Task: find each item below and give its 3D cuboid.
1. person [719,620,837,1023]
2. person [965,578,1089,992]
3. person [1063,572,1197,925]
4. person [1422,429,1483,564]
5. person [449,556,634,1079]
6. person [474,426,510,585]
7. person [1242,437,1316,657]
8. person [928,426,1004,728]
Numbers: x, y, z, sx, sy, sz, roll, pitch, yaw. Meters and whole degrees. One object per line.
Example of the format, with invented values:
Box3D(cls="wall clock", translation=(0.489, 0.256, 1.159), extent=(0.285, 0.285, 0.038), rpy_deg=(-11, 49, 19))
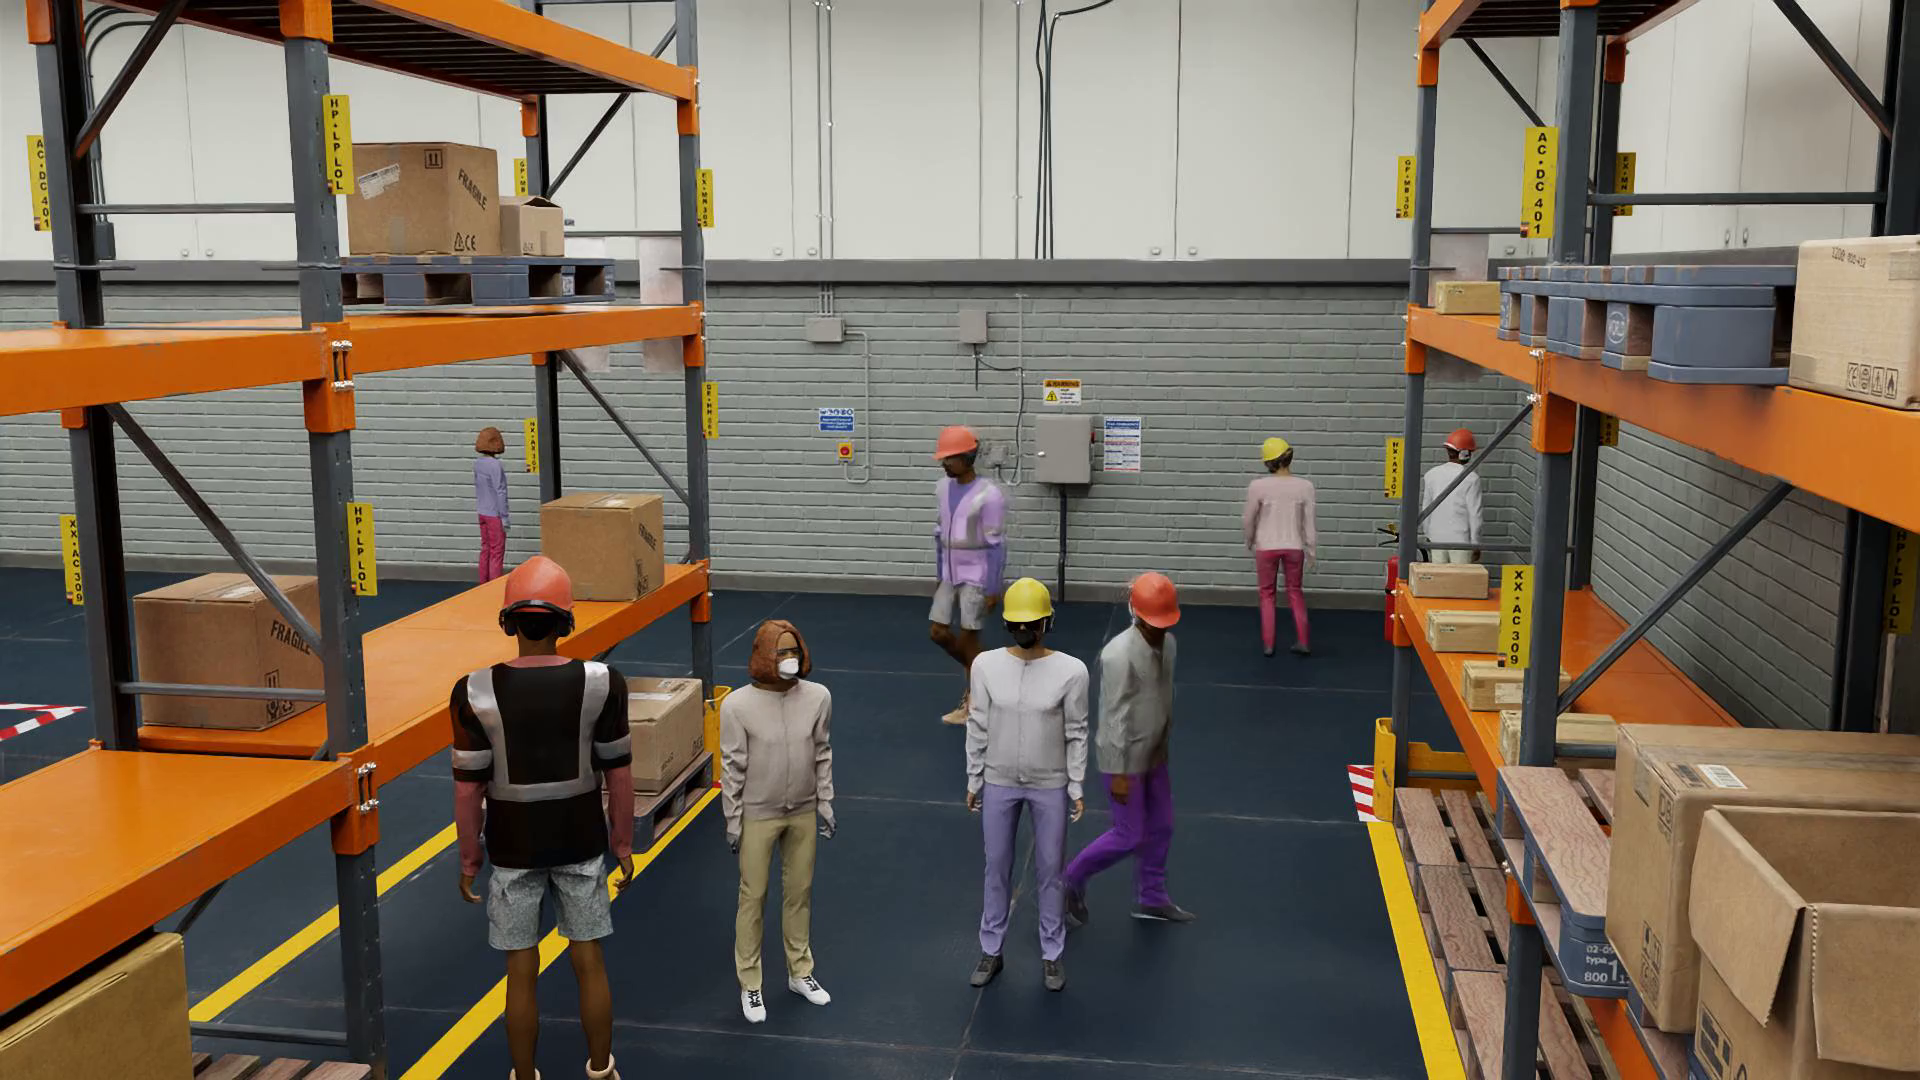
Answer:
Box3D(cls="person", translation=(-0.735, 1.127, 6.788), extent=(0.500, 1.636, 0.283), rpy_deg=(-6, 11, -32))
Box3D(cls="person", translation=(0.278, 1.027, 7.005), extent=(0.523, 1.769, 0.316), rpy_deg=(2, 9, 10))
Box3D(cls="person", translation=(0.766, 0.960, 7.589), extent=(0.570, 1.708, 0.632), rpy_deg=(6, 11, 34))
Box3D(cls="person", translation=(4.050, -0.038, 13.615), extent=(0.342, 1.749, 0.569), rpy_deg=(-6, 11, -32))
Box3D(cls="person", translation=(-1.466, 1.070, 5.890), extent=(0.615, 2.041, 0.392), rpy_deg=(-3, 10, -17))
Box3D(cls="person", translation=(-4.205, -0.207, 15.017), extent=(0.282, 1.636, 0.500), rpy_deg=(-8, 12, -40))
Box3D(cls="person", translation=(2.492, 0.061, 13.058), extent=(0.570, 1.736, 0.449), rpy_deg=(0, 9, -3))
Box3D(cls="person", translation=(0.044, 0.247, 11.044), extent=(0.478, 2.015, 0.623), rpy_deg=(-8, 12, -41))
